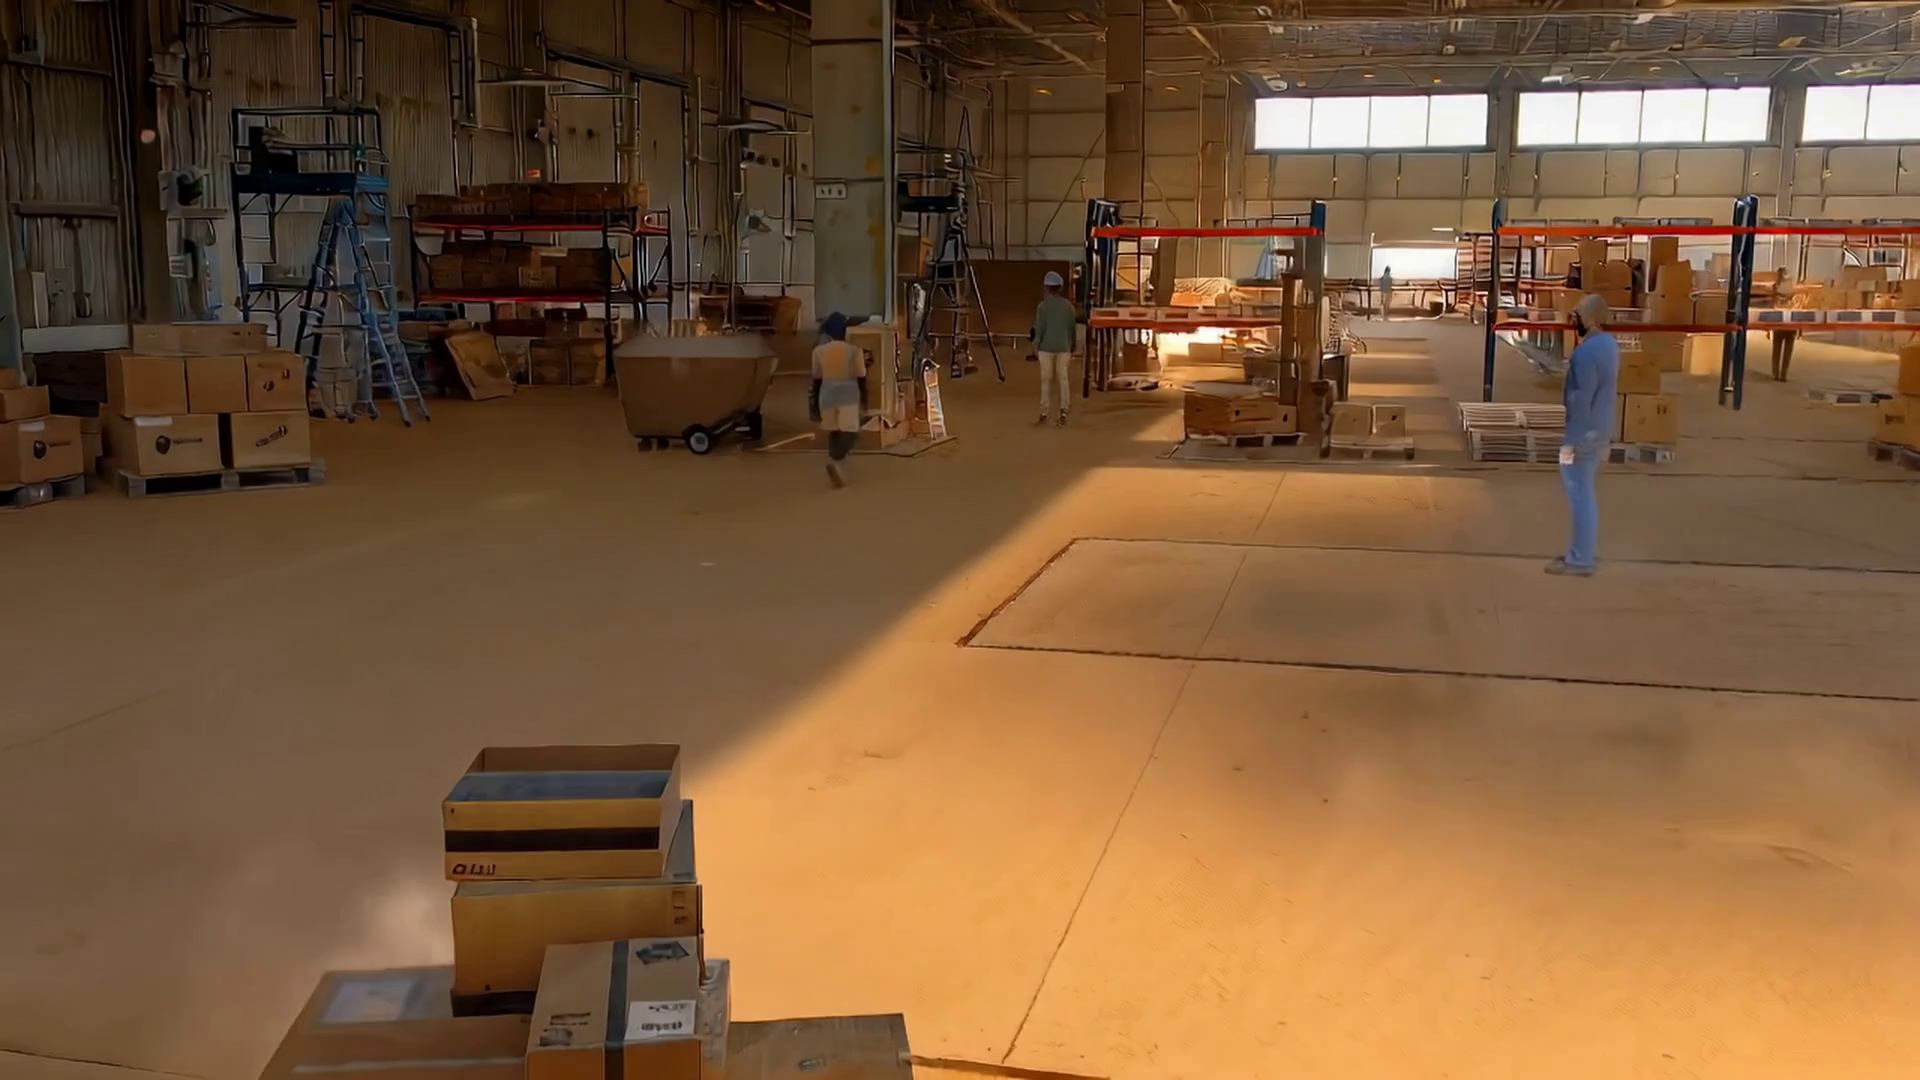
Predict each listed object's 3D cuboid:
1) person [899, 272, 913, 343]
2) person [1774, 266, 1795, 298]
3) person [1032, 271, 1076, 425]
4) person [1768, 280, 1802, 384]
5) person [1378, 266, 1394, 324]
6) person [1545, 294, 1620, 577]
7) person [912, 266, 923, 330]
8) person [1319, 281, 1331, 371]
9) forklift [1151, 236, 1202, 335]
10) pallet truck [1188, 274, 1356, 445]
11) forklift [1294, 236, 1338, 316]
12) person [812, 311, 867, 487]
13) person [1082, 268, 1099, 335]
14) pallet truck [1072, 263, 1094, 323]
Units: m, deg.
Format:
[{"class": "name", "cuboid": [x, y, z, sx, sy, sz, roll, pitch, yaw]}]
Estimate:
[{"class": "person", "cuboid": [-1.383, -5.269, 38.484, 0.601, 1.839, 0.971, 1, 10, 4]}, {"class": "person", "cuboid": [23.986, -6.998, 48.437, 0.392, 1.919, 0.590, -5, 11, -29]}, {"class": "person", "cuboid": [1.222, -2.500, 21.727, 0.609, 1.996, 0.379, 7, 12, 34]}, {"class": "person", "cuboid": [14.347, -3.626, 28.955, 0.529, 1.805, 0.965, 6, 11, 30]}, {"class": "person", "cuboid": [14.018, -8.019, 54.558, 0.740, 1.894, 0.365, -9, 13, -43]}, {"class": "person", "cuboid": [4.261, -0.708, 11.366, 0.386, 1.936, 0.640, 6, 11, 32]}, {"class": "person", "cuboid": [-1.249, -7.338, 50.425, 0.390, 1.927, 0.546, 4, 11, 24]}, {"class": "person", "cuboid": [6.924, -4.104, 31.934, 0.485, 1.736, 0.322, -5, 11, -27]}, {"class": "forklift", "cuboid": [5.866, -7.214, 46.878, 1.873, 2.768, 1.129, 2, 10, 14]}, {"class": "pallet truck", "cuboid": [3.653, -2.138, 19.590, 1.885, 1.965, 0.823, -4, 10, -20]}, {"class": "forklift", "cuboid": [10.611, -7.959, 51.265, 1.873, 2.768, 1.129, -2, 10, -12]}, {"class": "person", "cuboid": [-1.159, -1.308, 15.618, 0.540, 1.679, 0.568, 4, 10, 21]}, {"class": "person", "cuboid": [3.551, -6.307, 44.341, 0.666, 1.919, 0.626, 9, 13, 43]}, {"class": "pallet truck", "cuboid": [4.325, -8.180, 55.162, 0.823, 1.965, 1.885, 6, 11, 31]}]
